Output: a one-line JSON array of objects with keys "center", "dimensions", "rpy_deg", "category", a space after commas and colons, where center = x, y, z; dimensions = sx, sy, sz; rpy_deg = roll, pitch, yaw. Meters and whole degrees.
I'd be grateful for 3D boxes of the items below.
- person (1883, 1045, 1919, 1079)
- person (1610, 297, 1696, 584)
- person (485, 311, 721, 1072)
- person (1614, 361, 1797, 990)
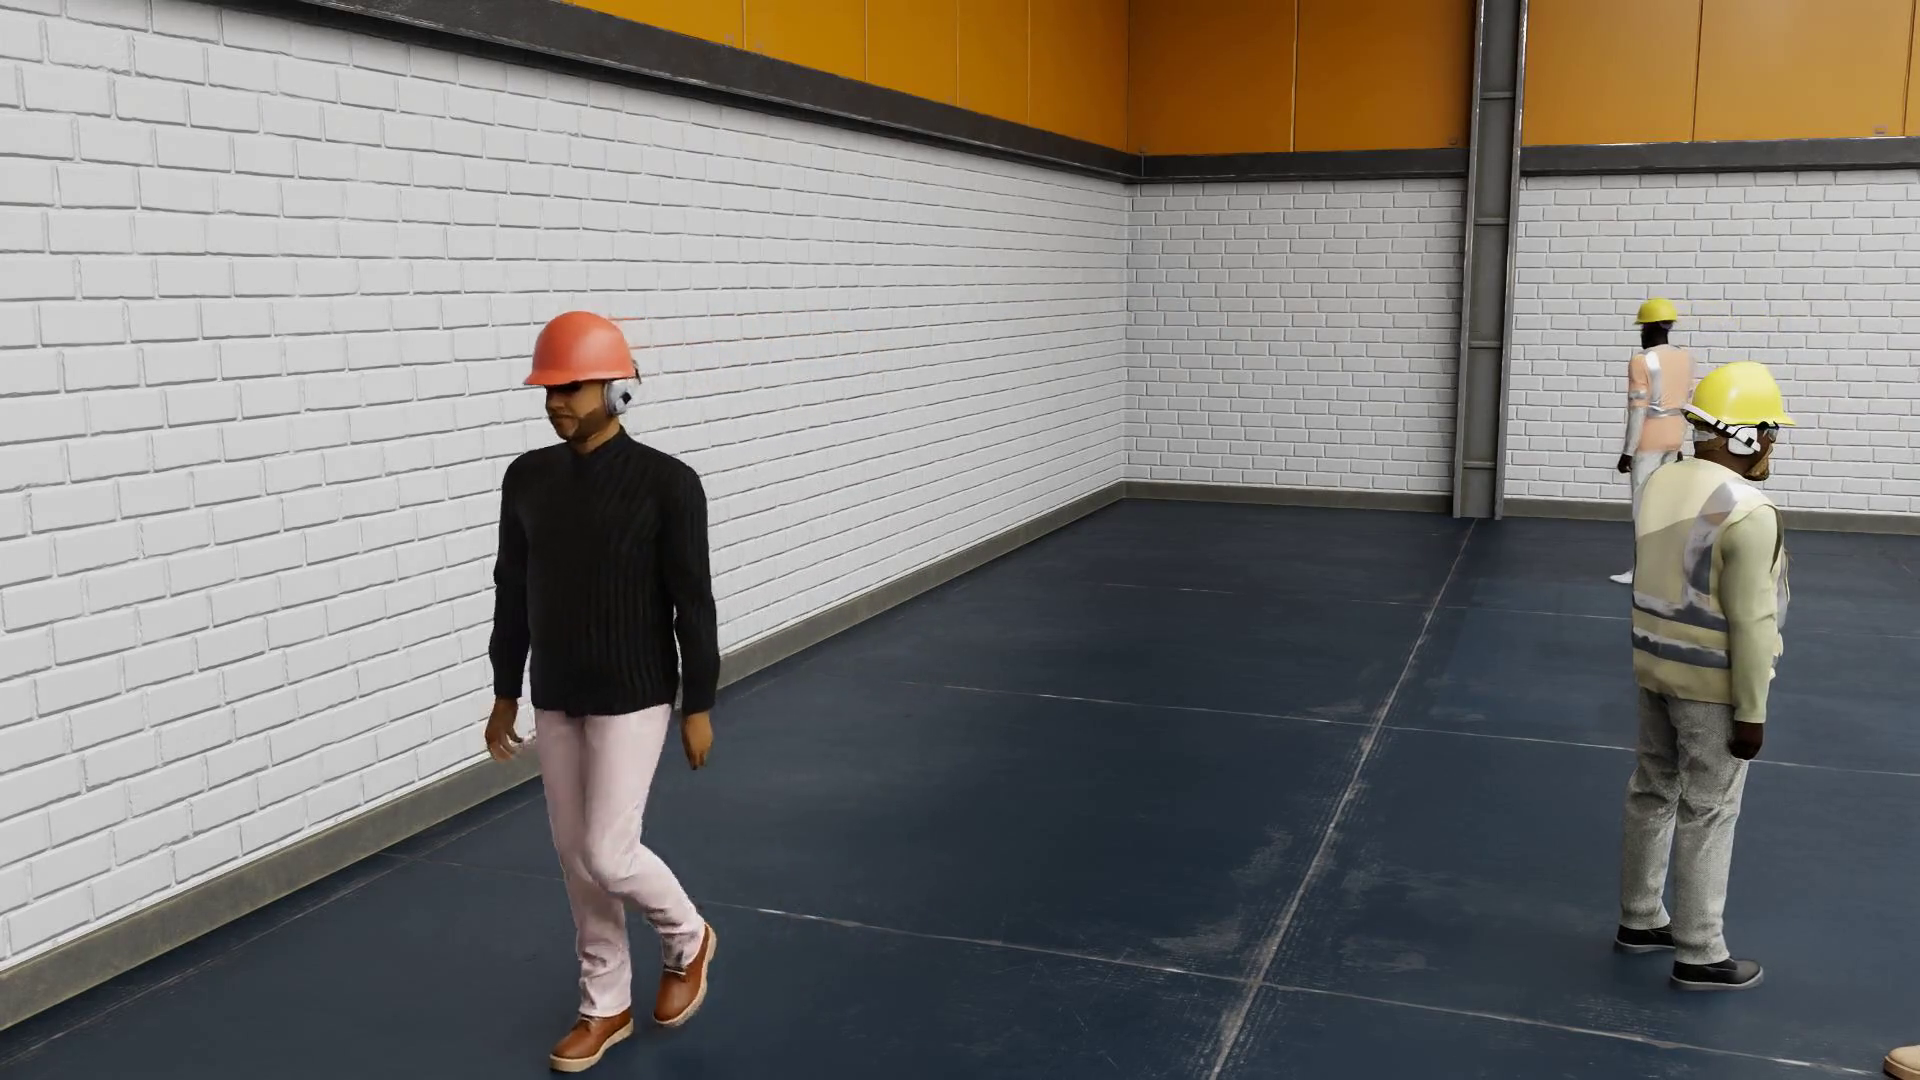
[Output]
[{"center": [2.602, 0.429, 3.963], "dimensions": [0.537, 2.000, 0.678], "rpy_deg": [-2, 9, -14], "category": "person"}, {"center": [4.620, -0.652, 11.116], "dimensions": [0.593, 1.922, 0.386], "rpy_deg": [-5, 11, -30], "category": "person"}, {"center": [-0.946, 0.397, 4.343], "dimensions": [0.624, 1.976, 0.467], "rpy_deg": [5, 10, 28], "category": "person"}, {"center": [2.179, 0.396, 4.856], "dimensions": [0.403, 1.827, 0.589], "rpy_deg": [-1, 9, -9], "category": "person"}]
